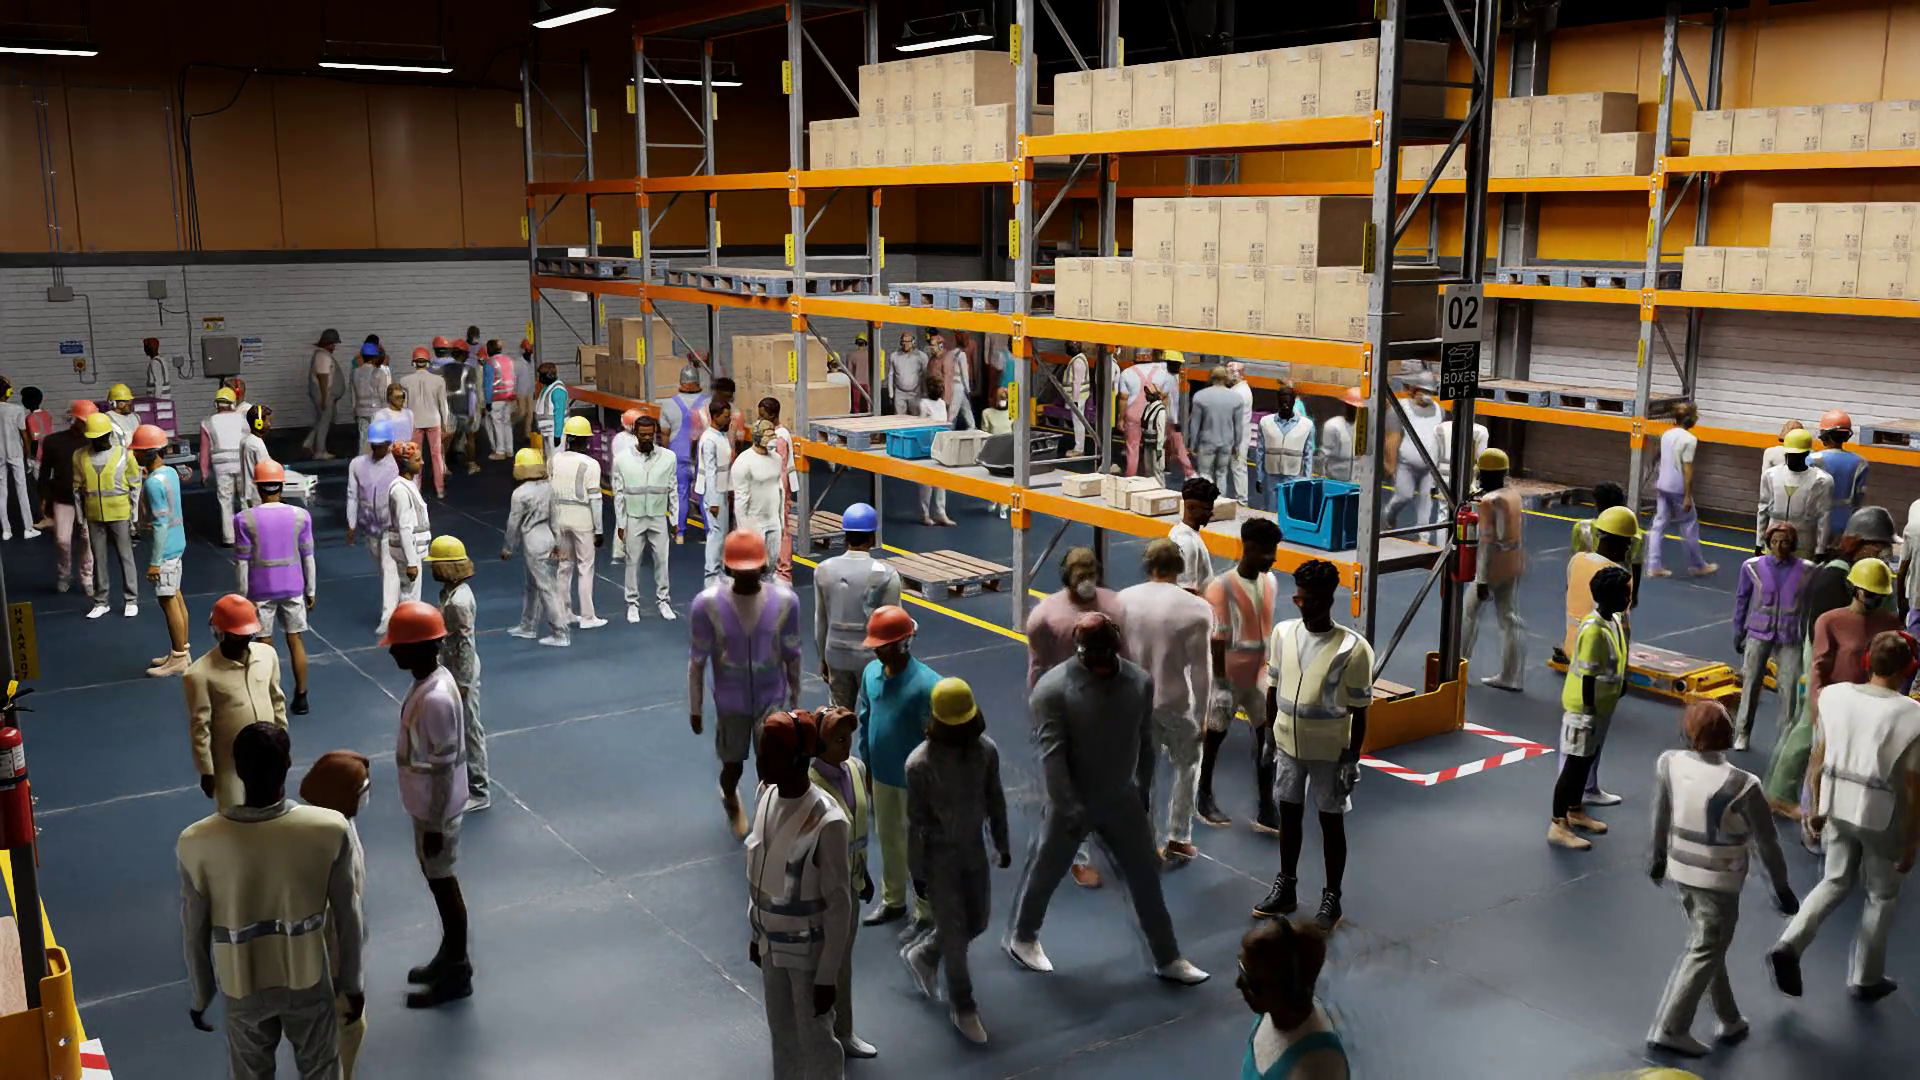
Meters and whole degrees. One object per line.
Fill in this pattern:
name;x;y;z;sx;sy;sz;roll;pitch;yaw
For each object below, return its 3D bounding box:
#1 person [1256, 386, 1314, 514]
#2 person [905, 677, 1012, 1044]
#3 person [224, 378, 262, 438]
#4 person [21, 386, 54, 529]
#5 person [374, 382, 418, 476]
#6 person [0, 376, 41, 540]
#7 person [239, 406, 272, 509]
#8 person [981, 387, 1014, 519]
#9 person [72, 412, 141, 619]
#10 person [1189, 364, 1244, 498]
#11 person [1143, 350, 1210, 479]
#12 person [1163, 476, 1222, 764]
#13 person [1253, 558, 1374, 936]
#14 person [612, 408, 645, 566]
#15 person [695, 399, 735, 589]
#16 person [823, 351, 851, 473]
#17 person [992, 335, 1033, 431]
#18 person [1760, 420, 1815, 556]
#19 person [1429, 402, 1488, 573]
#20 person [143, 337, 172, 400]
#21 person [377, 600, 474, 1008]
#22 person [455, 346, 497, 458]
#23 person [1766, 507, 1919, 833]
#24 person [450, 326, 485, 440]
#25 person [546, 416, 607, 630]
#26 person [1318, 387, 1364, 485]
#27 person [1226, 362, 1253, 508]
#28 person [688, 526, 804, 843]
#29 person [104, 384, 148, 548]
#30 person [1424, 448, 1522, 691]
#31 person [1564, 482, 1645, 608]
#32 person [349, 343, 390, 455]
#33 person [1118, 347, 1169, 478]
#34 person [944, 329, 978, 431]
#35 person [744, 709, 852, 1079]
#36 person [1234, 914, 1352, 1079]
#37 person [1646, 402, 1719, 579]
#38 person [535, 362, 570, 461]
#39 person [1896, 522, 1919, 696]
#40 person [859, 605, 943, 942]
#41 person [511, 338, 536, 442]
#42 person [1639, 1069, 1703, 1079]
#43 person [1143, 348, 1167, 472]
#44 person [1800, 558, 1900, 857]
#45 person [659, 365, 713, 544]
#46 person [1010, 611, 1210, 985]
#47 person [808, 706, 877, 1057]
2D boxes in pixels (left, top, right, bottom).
person;3.420;-0.668;17.580;0.587;1.920;0.391;3;11;14
person;-0.050;1.399;7.552;0.546;1.712;0.577;-6;13;-30
person;-8.245;-0.950;19.215;0.373;1.843;0.572;-8;13;-34
person;-10.927;-0.981;19.751;0.320;1.698;0.531;-2;11;-11
person;-6.437;-0.889;18.961;0.587;1.832;0.509;8;14;35
person;-10.924;-0.935;19.074;0.521;1.873;0.335;-2;11;-12
person;-6.888;-0.404;16.410;0.351;1.856;0.521;-9;14;-40
person;0.500;-1.074;20.394;0.529;1.620;0.369;1;11;4
person;-7.853;-0.226;15.326;0.584;1.917;0.384;-1;11;-7
person;3.093;-1.151;20.062;0.675;1.919;0.524;-1;11;-7
person;2.971;-1.689;22.890;0.938;1.884;0.599;4;12;18
person;1.560;0.539;11.303;0.381;1.958;0.603;0;11;1
person;1.825;1.059;8.625;0.607;1.966;0.367;10;15;42
person;-3.480;-0.555;17.536;0.358;1.713;0.589;-7;13;-33
person;-2.434;-0.458;16.545;0.386;1.904;0.604;0;11;2
person;-1.820;-1.845;24.010;0.535;1.763;0.330;-8;14;-37
person;0.886;-2.445;26.993;0.598;1.782;0.973;-6;13;-29
person;8.451;-0.412;17.005;0.505;1.633;0.279;5;12;25
person;5.153;-0.575;17.226;0.599;1.878;0.435;6;12;27
person;-12.075;-2.113;25.069;0.337;1.881;0.585;-3;12;-17
person;-2.508;1.230;7.831;0.368;1.936;0.549;-5;12;-24
person;-7.393;-2.115;25.512;0.841;1.714;0.570;-2;11;-13
person;5.397;0.751;10.007;0.690;2.000;0.945;-10;15;-43
person;-8.092;-2.593;27.506;0.657;1.891;0.564;-5;12;-25
person;-3.437;-0.156;14.971;0.588;1.918;0.398;6;13;28
person;4.107;-0.727;17.931;0.568;1.910;0.759;-2;11;-11
person;3.428;-1.265;20.705;0.396;1.900;0.649;2;11;10
person;-1.211;0.878;9.429;0.653;2.015;0.679;-3;11;-13
person;-9.356;-0.837;18.670;0.404;1.833;0.590;2;11;12
person;4.093;0.213;13.119;0.619;1.892;0.857;-10;15;-42
person;4.952;0.383;12.825;0.567;1.659;0.677;3;11;13
person;-8.198;-1.771;23.190;0.604;1.939;0.415;4;12;20
person;2.443;-1.677;22.435;0.688;2.000;0.536;-2;11;-9
person;0.006;-2.778;28.228;0.607;1.987;0.411;-2;11;-9
person;-0.631;1.553;6.314;0.356;1.883;0.573;-9;14;-37
person;0.956;1.898;4.685;0.509;1.827;0.542;0;11;1
person;7.414;-0.495;16.954;0.855;1.814;0.534;-3;12;-17
person;-5.256;-1.381;21.475;0.429;1.831;0.632;-6;13;-28
person;6.867;0.503;11.726;0.316;1.867;0.531;-7;13;-31
person;-0.326;1.183;8.570;0.574;1.740;0.349;10;15;42
person;-7.121;-2.435;27.123;0.560;1.728;0.574;5;12;25
person;1.556;2.073;4.049;0.688;1.724;0.488;0;11;-1
person;2.874;-1.924;23.967;0.463;1.930;0.650;1;11;7
person;5.173;0.963;9.638;0.523;1.765;0.322;-2;11;-8
person;-3.024;-0.971;18.823;0.689;2.000;0.538;-1;11;-4
person;0.673;1.239;8.029;0.708;1.853;0.841;-5;12;-25
person;-0.558;1.506;7.171;0.310;1.642;0.514;7;13;31
